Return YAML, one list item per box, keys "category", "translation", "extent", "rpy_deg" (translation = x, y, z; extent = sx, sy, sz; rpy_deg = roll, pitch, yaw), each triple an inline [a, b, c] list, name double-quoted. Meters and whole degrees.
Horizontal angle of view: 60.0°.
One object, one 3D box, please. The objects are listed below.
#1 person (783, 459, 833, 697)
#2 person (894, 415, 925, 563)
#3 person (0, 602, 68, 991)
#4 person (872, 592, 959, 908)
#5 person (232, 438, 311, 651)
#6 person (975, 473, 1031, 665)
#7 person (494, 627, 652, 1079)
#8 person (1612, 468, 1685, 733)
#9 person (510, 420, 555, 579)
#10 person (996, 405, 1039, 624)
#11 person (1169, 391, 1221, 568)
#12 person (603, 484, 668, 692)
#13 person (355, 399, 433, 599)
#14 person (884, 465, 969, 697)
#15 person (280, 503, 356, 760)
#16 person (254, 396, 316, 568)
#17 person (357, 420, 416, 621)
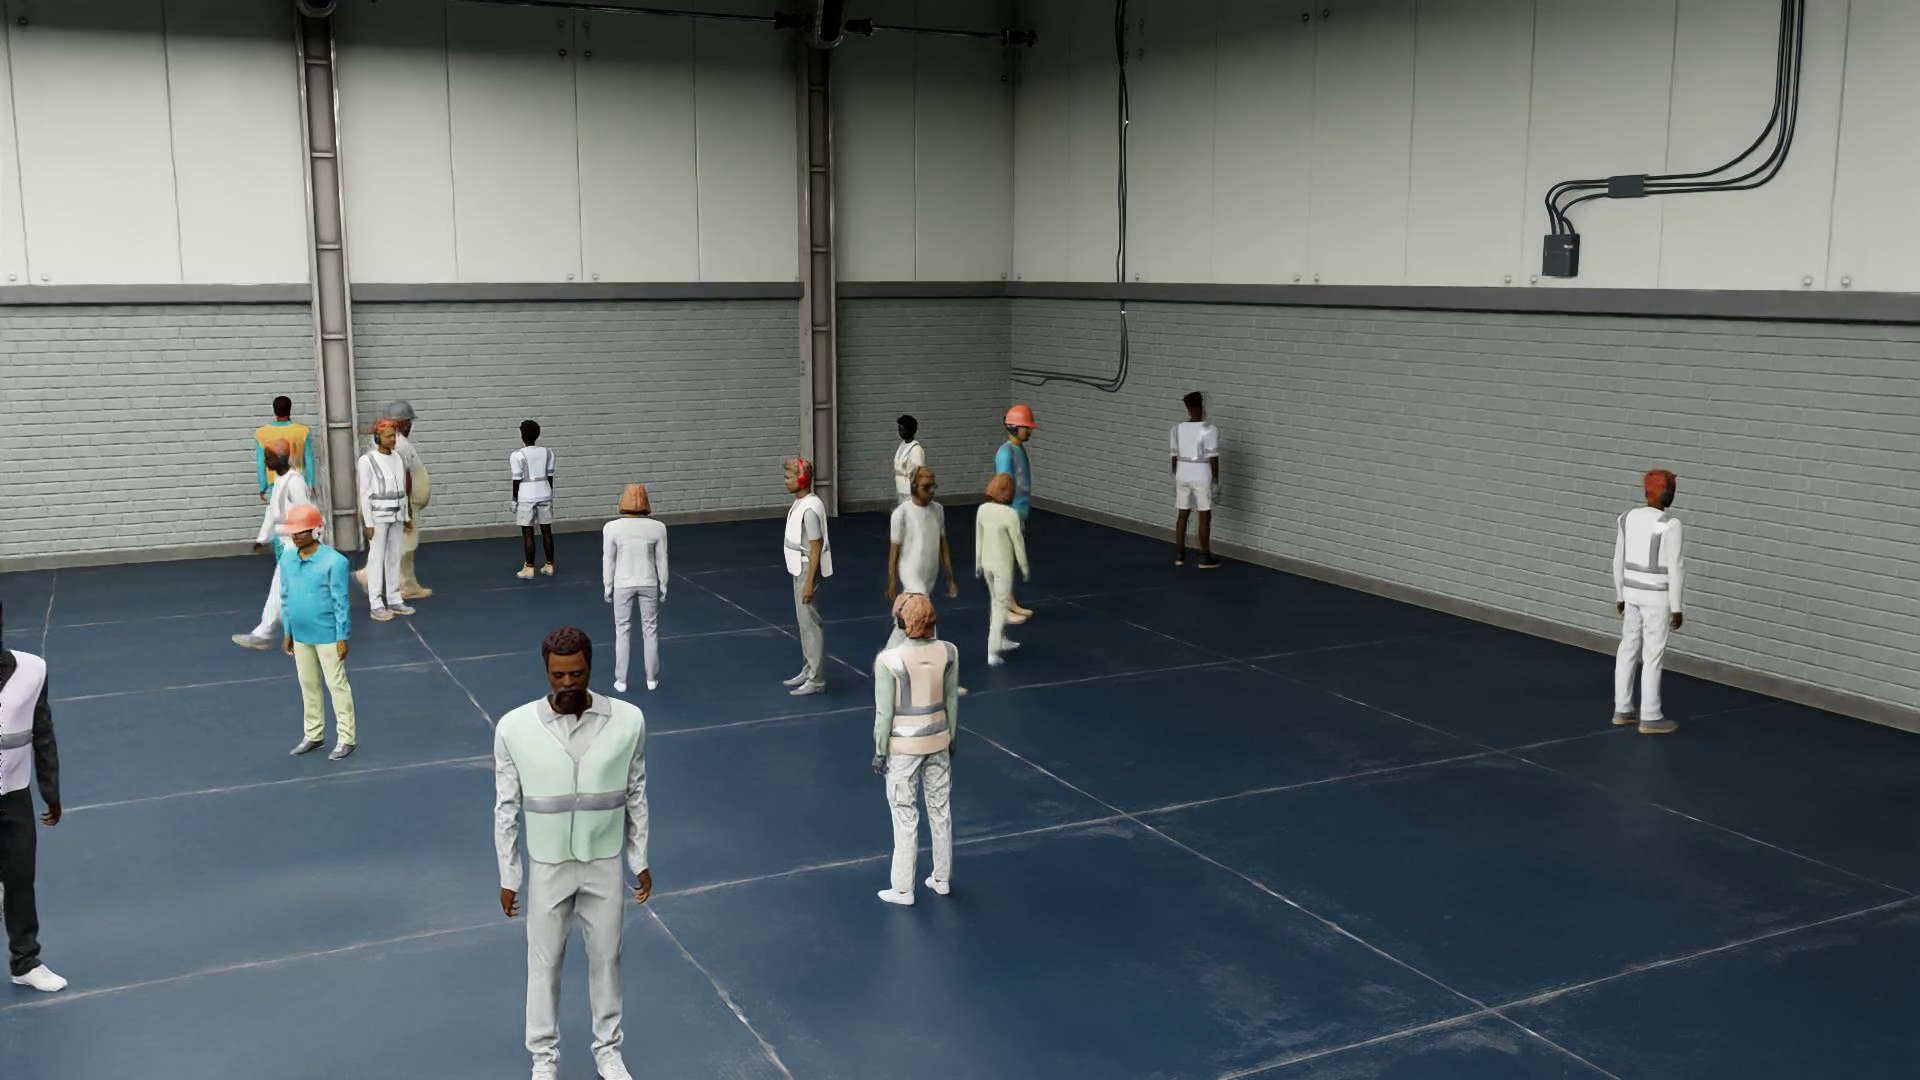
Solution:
- category: "person"
  translation: [-1.178, 0.284, 12.885]
  extent: [0.373, 1.840, 0.570]
  rpy_deg: [-2, 9, -13]
- category: "person"
  translation: [-0.565, -0.546, 18.459]
  extent: [0.319, 1.694, 0.532]
  rpy_deg: [-4, 10, -25]
- category: "person"
  translation: [-4.325, 1.148, 7.398]
  extent: [0.406, 1.906, 0.606]
  rpy_deg: [8, 12, 39]
- category: "person"
  translation: [-0.224, 1.080, 8.608]
  extent: [0.522, 1.640, 0.306]
  rpy_deg: [-7, 11, -36]
- category: "person"
  translation: [-5.894, 0.034, 14.449]
  extent: [0.981, 1.831, 0.588]
  rpy_deg: [-5, 11, -29]
- category: "person"
  translation: [0.367, 0.229, 14.024]
  extent: [0.609, 1.597, 0.522]
  rpy_deg: [-7, 12, -38]
- category: "person"
  translation: [-1.522, 1.272, 6.570]
  extent: [0.597, 1.916, 0.371]
  rpy_deg: [-3, 10, -20]
- category: "person"
  translation: [4.918, 0.428, 11.871]
  extent: [0.337, 1.883, 0.584]
  rpy_deg: [-4, 10, -22]
- category: "person"
  translation: [-4.560, -0.433, 17.756]
  extent: [0.319, 1.697, 0.533]
  rpy_deg: [8, 12, 41]
- category: "person"
  translation: [0.535, -0.244, 15.531]
  extent: [0.396, 2.038, 0.615]
  rpy_deg: [2, 10, 15]
- category: "person"
  translation: [2.608, -0.663, 18.435]
  extent: [0.668, 1.941, 0.372]
  rpy_deg: [8, 12, 40]
- category: "person"
  translation: [-2.528, 0.375, 12.993]
  extent: [0.503, 1.627, 0.290]
  rpy_deg: [-3, 10, -17]
- category: "person"
  translation: [-5.598, -0.387, 16.413]
  extent: [0.736, 2.000, 0.692]
  rpy_deg: [-6, 11, -31]
- category: "person"
  translation: [-0.327, 0.294, 13.038]
  extent: [1.021, 1.790, 0.533]
  rpy_deg: [8, 12, 41]
- category: "person"
  translation: [-4.342, 0.614, 11.171]
  extent: [0.563, 1.742, 0.360]
  rpy_deg: [4, 10, 22]
- category: "person"
  translation: [-7.361, -0.614, 18.188]
  extent: [0.589, 1.920, 0.398]
  rpy_deg: [-2, 10, -14]
- category: "person"
  translation: [-5.411, -0.195, 15.718]
  extent: [0.360, 1.882, 0.575]
  rpy_deg: [4, 10, 24]
